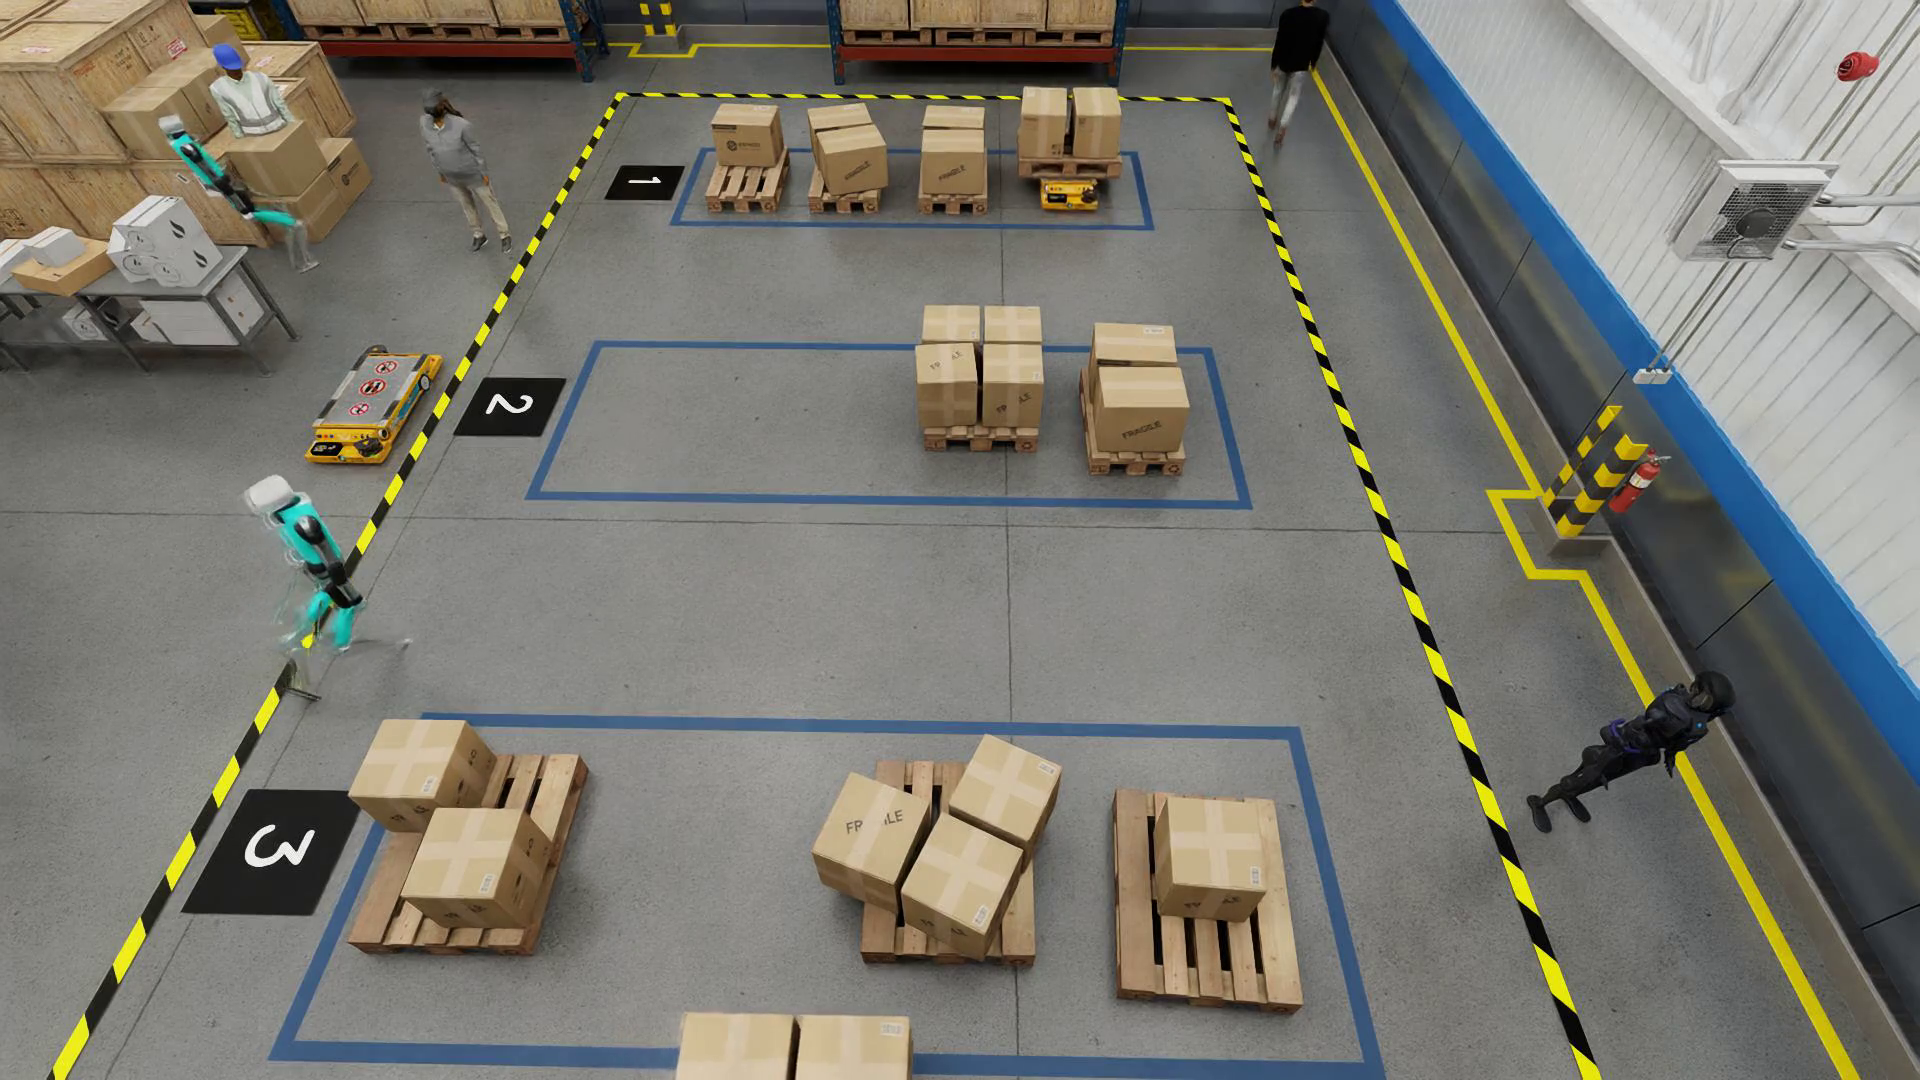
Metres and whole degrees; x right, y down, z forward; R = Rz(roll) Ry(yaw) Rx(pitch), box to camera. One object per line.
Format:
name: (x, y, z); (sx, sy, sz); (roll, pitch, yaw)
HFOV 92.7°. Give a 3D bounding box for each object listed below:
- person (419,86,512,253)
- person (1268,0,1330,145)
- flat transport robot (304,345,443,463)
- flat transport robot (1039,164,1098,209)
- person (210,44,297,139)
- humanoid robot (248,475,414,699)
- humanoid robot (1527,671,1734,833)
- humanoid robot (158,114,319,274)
person: (-5.235, -3.892, 9.677); (0.561, 1.769, 0.397); (2, 50, 2)
person: (4.108, -5.882, 11.303); (0.577, 1.859, 0.841); (17, 52, 14)
flat transport robot: (-5.383, -1.269, 8.441); (0.659, 0.231, 1.431); (1, 50, 1)
flat transport robot: (1.295, -4.483, 11.142); (0.652, 0.197, 1.431); (1, 50, 1)
person: (-7.514, -4.395, 9.999); (0.613, 1.932, 0.415); (-34, 58, -25)
humanoid robot: (-4.399, 0.435, 6.052); (0.545, 1.773, 0.933); (34, 58, 25)
humanoid robot: (3.949, 1.252, 5.377); (0.599, 1.654, 0.315); (-8, 50, -7)
humanoid robot: (-7.243, -3.511, 9.458); (0.541, 1.869, 0.819); (37, 59, 27)
